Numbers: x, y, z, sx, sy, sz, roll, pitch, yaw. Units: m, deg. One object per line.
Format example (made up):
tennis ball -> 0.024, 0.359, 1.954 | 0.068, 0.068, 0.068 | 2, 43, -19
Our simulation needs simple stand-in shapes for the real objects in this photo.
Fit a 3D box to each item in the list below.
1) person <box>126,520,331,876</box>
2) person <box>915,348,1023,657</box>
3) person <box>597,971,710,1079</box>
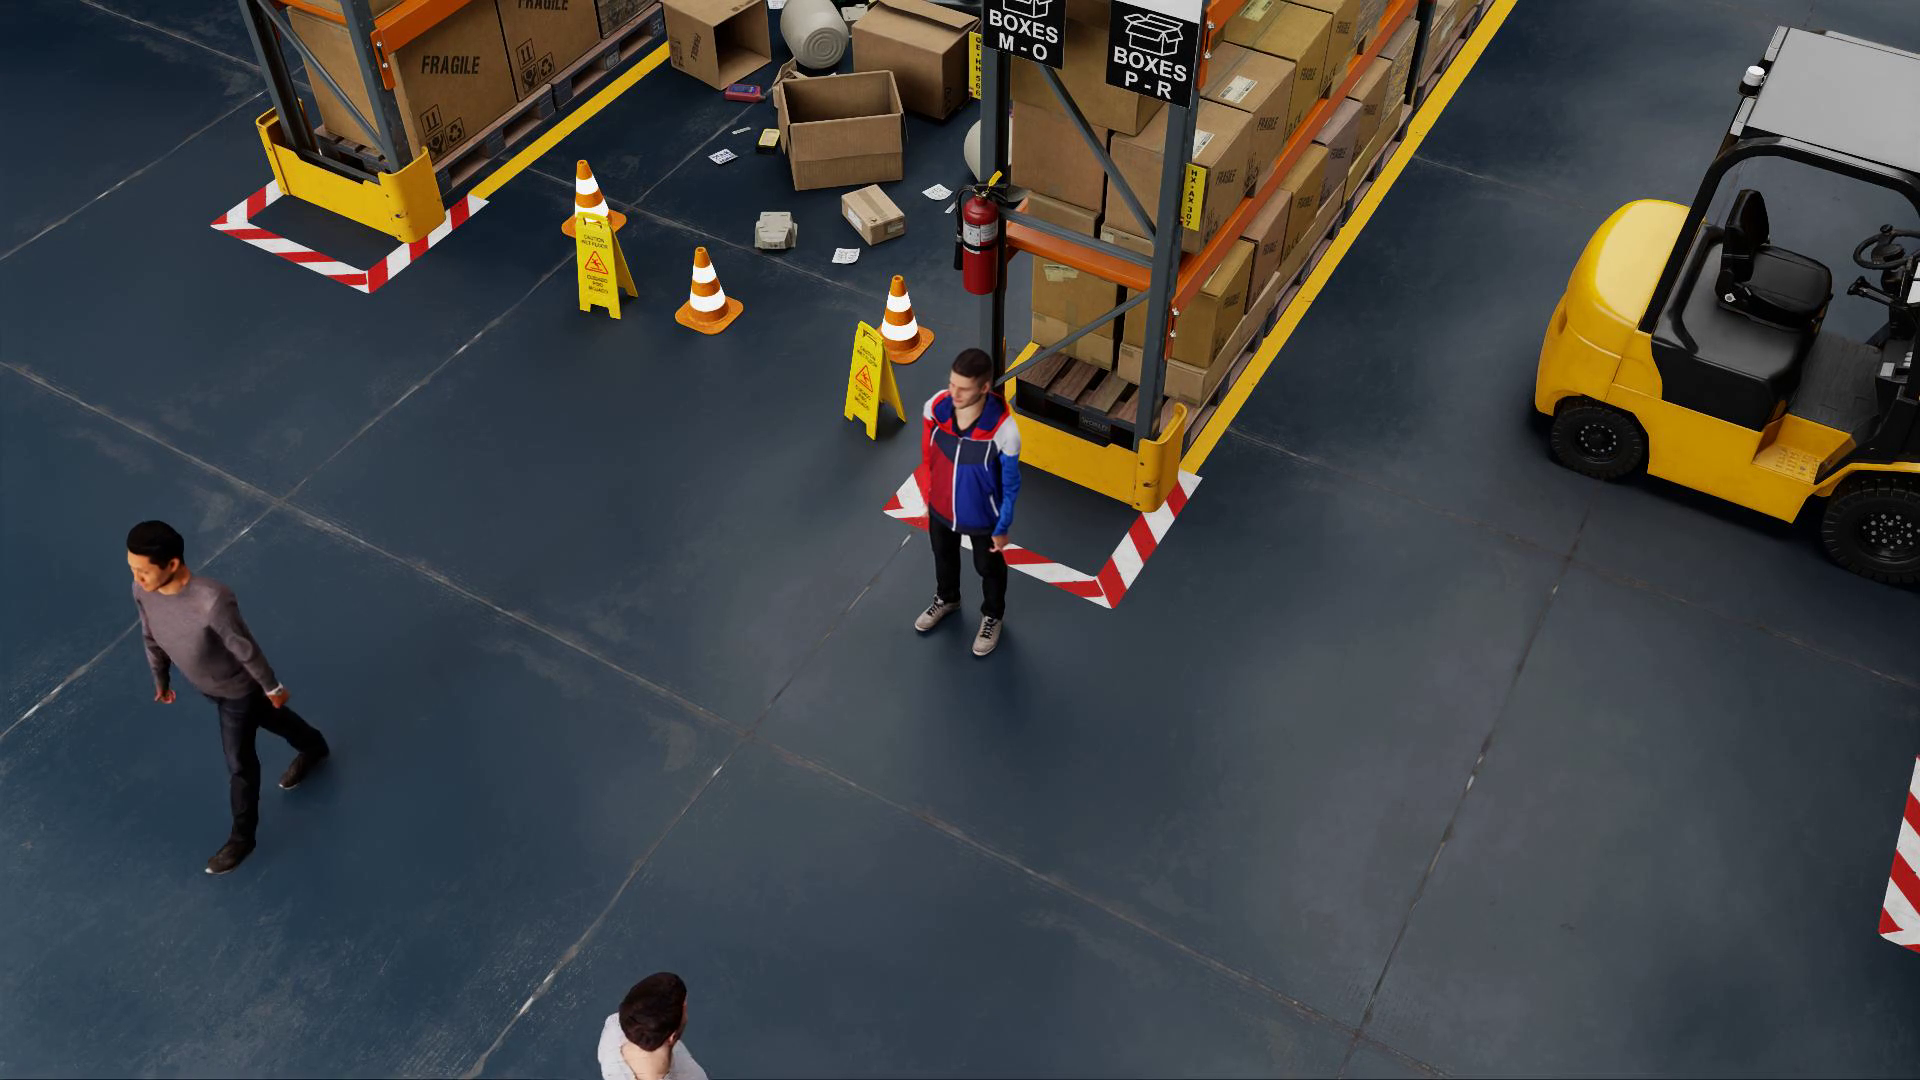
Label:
person -> -2.985, 0.511, 6.915 | 1.003, 1.737, 0.673 | 23, 51, 20
person -> 0.045, -0.175, 7.537 | 0.632, 1.756, 0.527 | 25, 52, 21
person -> -1.046, 2.055, 5.439 | 1.179, 1.809, 0.925 | -29, 54, -24
